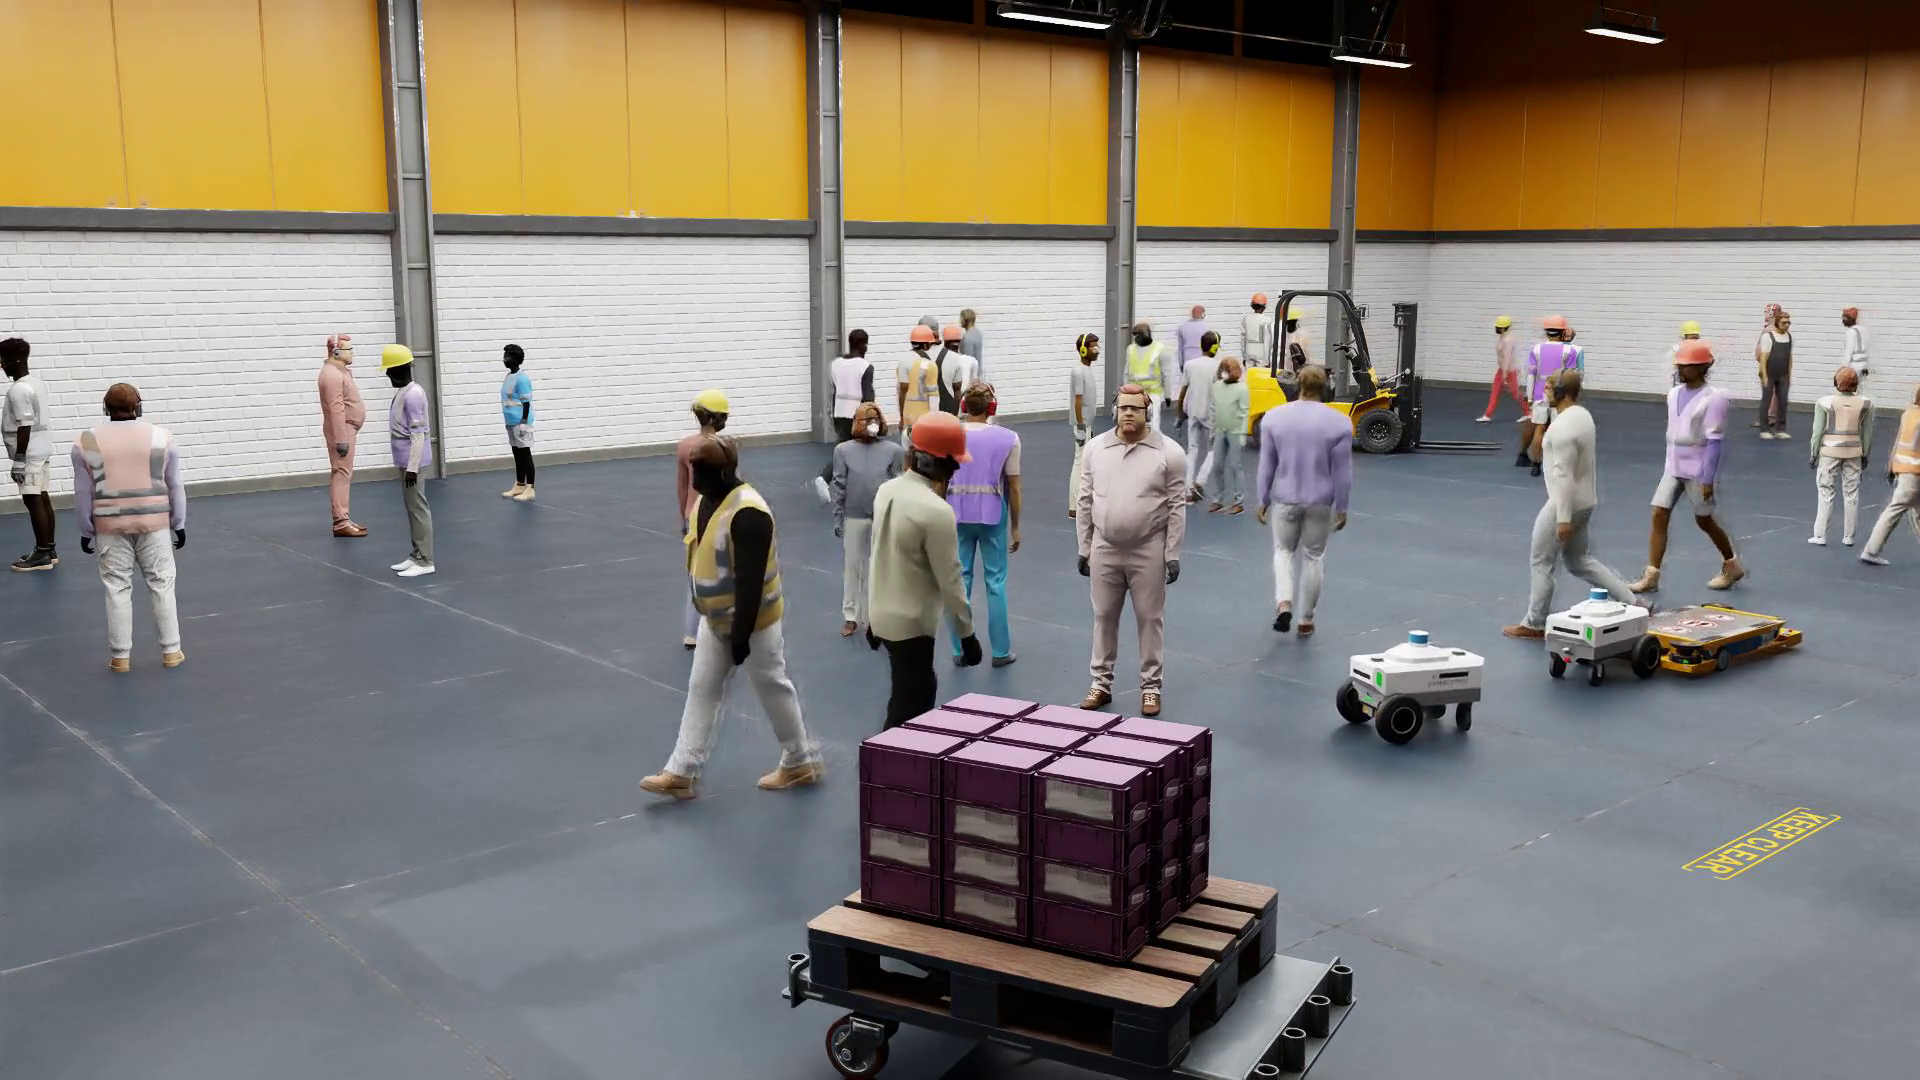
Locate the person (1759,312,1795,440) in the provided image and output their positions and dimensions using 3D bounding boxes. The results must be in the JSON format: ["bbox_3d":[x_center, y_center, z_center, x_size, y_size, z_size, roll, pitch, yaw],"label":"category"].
[{"bbox_3d":[11.758,-2.363,23.961,0.527,1.842,0.373,-1,10,-4],"label":"person"}]

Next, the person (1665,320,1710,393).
[{"bbox_3d":[9.482,-1.936,21.565,0.622,1.801,0.729,0,10,-2],"label":"person"}]

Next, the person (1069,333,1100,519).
[{"bbox_3d":[1.261,-1.141,16.724,0.312,1.869,0.536,2,10,13],"label":"person"}]

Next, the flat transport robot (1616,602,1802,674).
[{"bbox_3d":[4.908,0.634,11.004,1.431,0.197,0.652,-7,12,-37],"label":"flat transport robot"}]

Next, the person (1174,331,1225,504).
[{"bbox_3d":[2.559,-1.294,17.687,0.666,1.845,0.454,6,11,31],"label":"person"}]

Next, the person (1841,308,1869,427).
[{"bbox_3d":[13.772,-2.652,25.621,0.440,1.849,0.620,8,13,40],"label":"person"}]

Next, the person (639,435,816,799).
[{"bbox_3d":[-1.137,0.386,8.000,0.964,1.787,0.642,-7,12,-35],"label":"person"}]

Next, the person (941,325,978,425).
[{"bbox_3d":[-0.071,-1.415,18.282,0.552,1.882,1.001,-4,10,-20],"label":"person"}]

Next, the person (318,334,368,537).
[{"bbox_3d":[-5.811,-0.986,15.705,0.404,1.906,0.651,-3,10,-19],"label":"person"}]

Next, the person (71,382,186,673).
[{"bbox_3d":[-5.270,-0.081,10.596,0.633,1.842,0.429,-5,11,-27],"label":"person"}]

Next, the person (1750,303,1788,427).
[{"bbox_3d":[12.496,-2.694,25.704,0.408,1.908,0.646,8,13,39],"label":"person"}]

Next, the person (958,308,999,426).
[{"bbox_3d":[0.179,-2.284,23.284,0.671,1.922,0.630,2,10,11],"label":"person"}]

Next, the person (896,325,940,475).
[{"bbox_3d":[-0.406,-1.237,17.081,0.547,1.938,0.379,9,13,42],"label":"person"}]

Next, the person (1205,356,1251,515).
[{"bbox_3d":[2.755,-1.077,17.041,0.293,1.631,0.507,-9,13,-43],"label":"person"}]

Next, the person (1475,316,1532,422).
[{"bbox_3d":[8.662,-2.697,26.322,0.882,1.700,0.564,-1,10,-4],"label":"person"}]

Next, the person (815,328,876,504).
[{"bbox_3d":[-1.168,-1.283,17.536,0.598,1.886,0.753,9,13,42],"label":"person"}]

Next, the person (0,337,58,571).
[{"bbox_3d":[-7.856,-0.726,14.015,0.367,1.964,0.603,-3,10,-16],"label":"person"}]

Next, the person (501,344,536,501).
[{"bbox_3d":[-4.785,-1.271,17.984,0.321,1.697,0.529,-7,12,-34],"label":"person"}]

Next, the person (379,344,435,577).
[{"bbox_3d":[-4.559,-0.655,13.735,0.379,1.918,0.585,-4,11,-24],"label":"person"}]

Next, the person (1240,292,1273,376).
[{"bbox_3d":[4.855,-3.003,27.103,0.363,2.048,0.612,-10,14,-44],"label":"person"}]

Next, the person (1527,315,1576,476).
[{"bbox_3d":[7.079,-1.719,19.913,0.551,1.932,0.376,5,11,28],"label":"person"}]

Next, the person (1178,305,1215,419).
[{"bbox_3d":[3.826,-2.899,27.075,0.648,1.860,0.967,5,11,27],"label":"person"}]

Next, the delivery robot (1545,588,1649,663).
[{"bbox_3d":[3.985,0.547,10.404,0.707,0.478,0.477,-8,12,-37],"label":"delivery robot"}]

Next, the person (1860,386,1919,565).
[{"bbox_3d":[8.125,-0.560,14.140,0.878,1.584,0.527,0,10,2],"label":"person"}]

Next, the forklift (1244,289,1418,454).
[{"bbox_3d":[5.034,-2.339,22.783,2.313,2.155,1.214,3,10,16],"label":"forklift"}]

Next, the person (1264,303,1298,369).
[{"bbox_3d":[5.176,-2.866,26.769,0.573,1.886,0.353,5,11,26],"label":"person"}]

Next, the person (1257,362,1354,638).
[{"bbox_3d":[2.370,-0.262,11.429,0.645,1.917,0.478,3,10,17],"label":"person"}]

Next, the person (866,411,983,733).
[{"bbox_3d":[-0.133,0.382,7.608,0.764,1.944,0.631,-5,11,-25],"label":"person"}]

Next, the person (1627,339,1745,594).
[{"bbox_3d":[5.758,-0.568,12.991,1.017,2.007,0.620,-3,10,-17],"label":"person"}]

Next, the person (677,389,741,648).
[{"bbox_3d":[-1.646,-0.125,11.100,0.551,1.765,0.337,7,12,37],"label":"person"}]

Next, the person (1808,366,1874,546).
[{"bbox_3d":[7.998,-0.752,15.116,0.522,1.640,0.306,1,10,7],"label":"person"}]

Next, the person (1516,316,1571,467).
[{"bbox_3d":[7.399,-1.849,20.794,0.912,1.887,0.550,-1,10,-7],"label":"person"}]

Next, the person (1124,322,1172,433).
[{"bbox_3d":[2.442,-1.891,21.333,0.653,1.804,0.703,8,12,38],"label":"person"}]

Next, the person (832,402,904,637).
[{"bbox_3d":[-0.637,-0.142,11.554,0.502,1.636,0.277,-1,10,-4],"label":"person"}]

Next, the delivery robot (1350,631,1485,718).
[{"bbox_3d":[2.541,0.748,9.232,0.707,0.478,0.477,-3,10,-17],"label":"delivery robot"}]

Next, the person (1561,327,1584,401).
[{"bbox_3d":[8.597,-2.210,23.651,0.514,1.640,0.310,6,11,31],"label":"person"}]

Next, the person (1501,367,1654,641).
[{"bbox_3d":[4.199,-0.215,11.230,0.888,1.906,0.634,7,12,34],"label":"person"}]

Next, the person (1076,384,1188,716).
[{"bbox_3d":[0.969,0.057,9.586,0.643,1.913,0.408,3,10,19],"label":"person"}]

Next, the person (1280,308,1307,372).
[{"bbox_3d":[4.847,-2.453,24.380,0.984,1.873,0.607,-3,10,-19],"label":"person"}]

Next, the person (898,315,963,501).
[{"bbox_3d":[-0.338,-1.313,17.226,0.688,2.000,0.536,-3,10,-19],"label":"person"}]

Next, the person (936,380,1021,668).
[{"bbox_3d":[0.107,-0.093,10.651,0.564,1.846,0.393,2,10,11],"label":"person"}]
